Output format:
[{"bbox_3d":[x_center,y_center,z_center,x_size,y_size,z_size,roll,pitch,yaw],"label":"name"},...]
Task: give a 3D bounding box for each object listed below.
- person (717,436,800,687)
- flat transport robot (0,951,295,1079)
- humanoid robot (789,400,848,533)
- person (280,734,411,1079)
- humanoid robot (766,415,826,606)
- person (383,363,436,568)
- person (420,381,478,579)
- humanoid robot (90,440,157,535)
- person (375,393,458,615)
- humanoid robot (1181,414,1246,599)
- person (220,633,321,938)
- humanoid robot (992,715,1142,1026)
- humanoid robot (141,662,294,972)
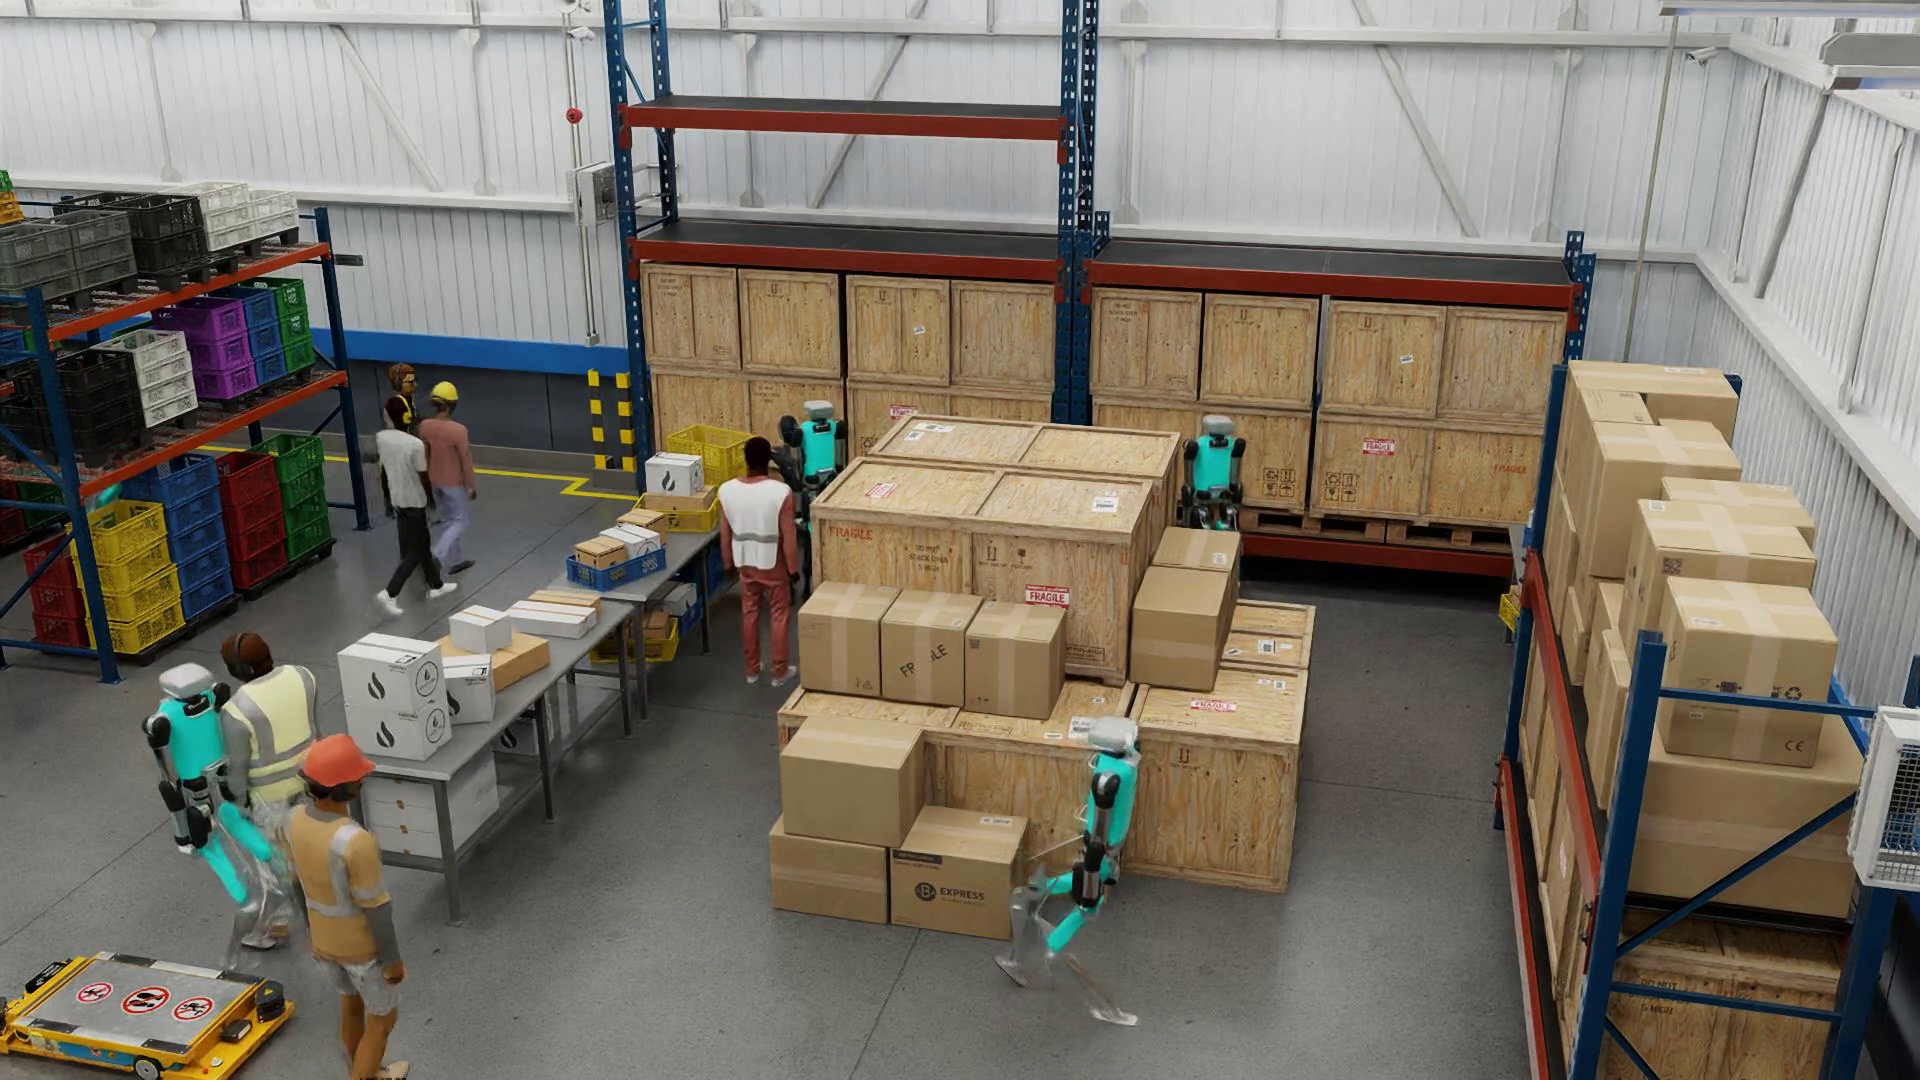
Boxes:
[{"bbox_3d":[-1.496,0.175,12.303,0.613,1.898,0.436,7,22,17],"label":"person"},{"bbox_3d":[-4.270,2.464,8.601,1.431,0.231,0.659,5,22,13],"label":"flat transport robot"},{"bbox_3d":[-1.039,-0.238,13.548,0.544,1.745,0.697,-15,25,-33],"label":"humanoid robot"},{"bbox_3d":[-2.865,1.860,7.725,0.625,2.024,0.722,13,25,31],"label":"person"},{"bbox_3d":[-1.347,-0.240,13.698,0.600,1.649,0.335,-3,21,-7],"label":"humanoid robot"},{"bbox_3d":[-4.825,-0.653,14.565,0.343,1.839,0.499,-2,21,-4],"label":"person"},{"bbox_3d":[-4.432,-0.474,14.232,0.569,1.734,0.589,11,23,26],"label":"person"},{"bbox_3d":[-7.316,-0.480,14.315,0.532,1.780,1.019,5,22,14],"label":"humanoid robot"},{"bbox_3d":[-4.533,-0.297,13.626,0.520,1.840,0.839,12,24,29],"label":"person"},{"bbox_3d":[2.100,-0.008,13.102,0.565,1.849,0.880,-7,22,-18],"label":"humanoid robot"},{"bbox_3d":[-3.832,1.357,9.318,0.430,1.831,0.634,10,23,23],"label":"person"},{"bbox_3d":[0.476,1.687,8.632,0.992,1.775,0.530,7,22,18],"label":"humanoid robot"},{"bbox_3d":[-3.896,1.542,8.984,0.660,1.822,0.539,8,22,19],"label":"humanoid robot"}]
